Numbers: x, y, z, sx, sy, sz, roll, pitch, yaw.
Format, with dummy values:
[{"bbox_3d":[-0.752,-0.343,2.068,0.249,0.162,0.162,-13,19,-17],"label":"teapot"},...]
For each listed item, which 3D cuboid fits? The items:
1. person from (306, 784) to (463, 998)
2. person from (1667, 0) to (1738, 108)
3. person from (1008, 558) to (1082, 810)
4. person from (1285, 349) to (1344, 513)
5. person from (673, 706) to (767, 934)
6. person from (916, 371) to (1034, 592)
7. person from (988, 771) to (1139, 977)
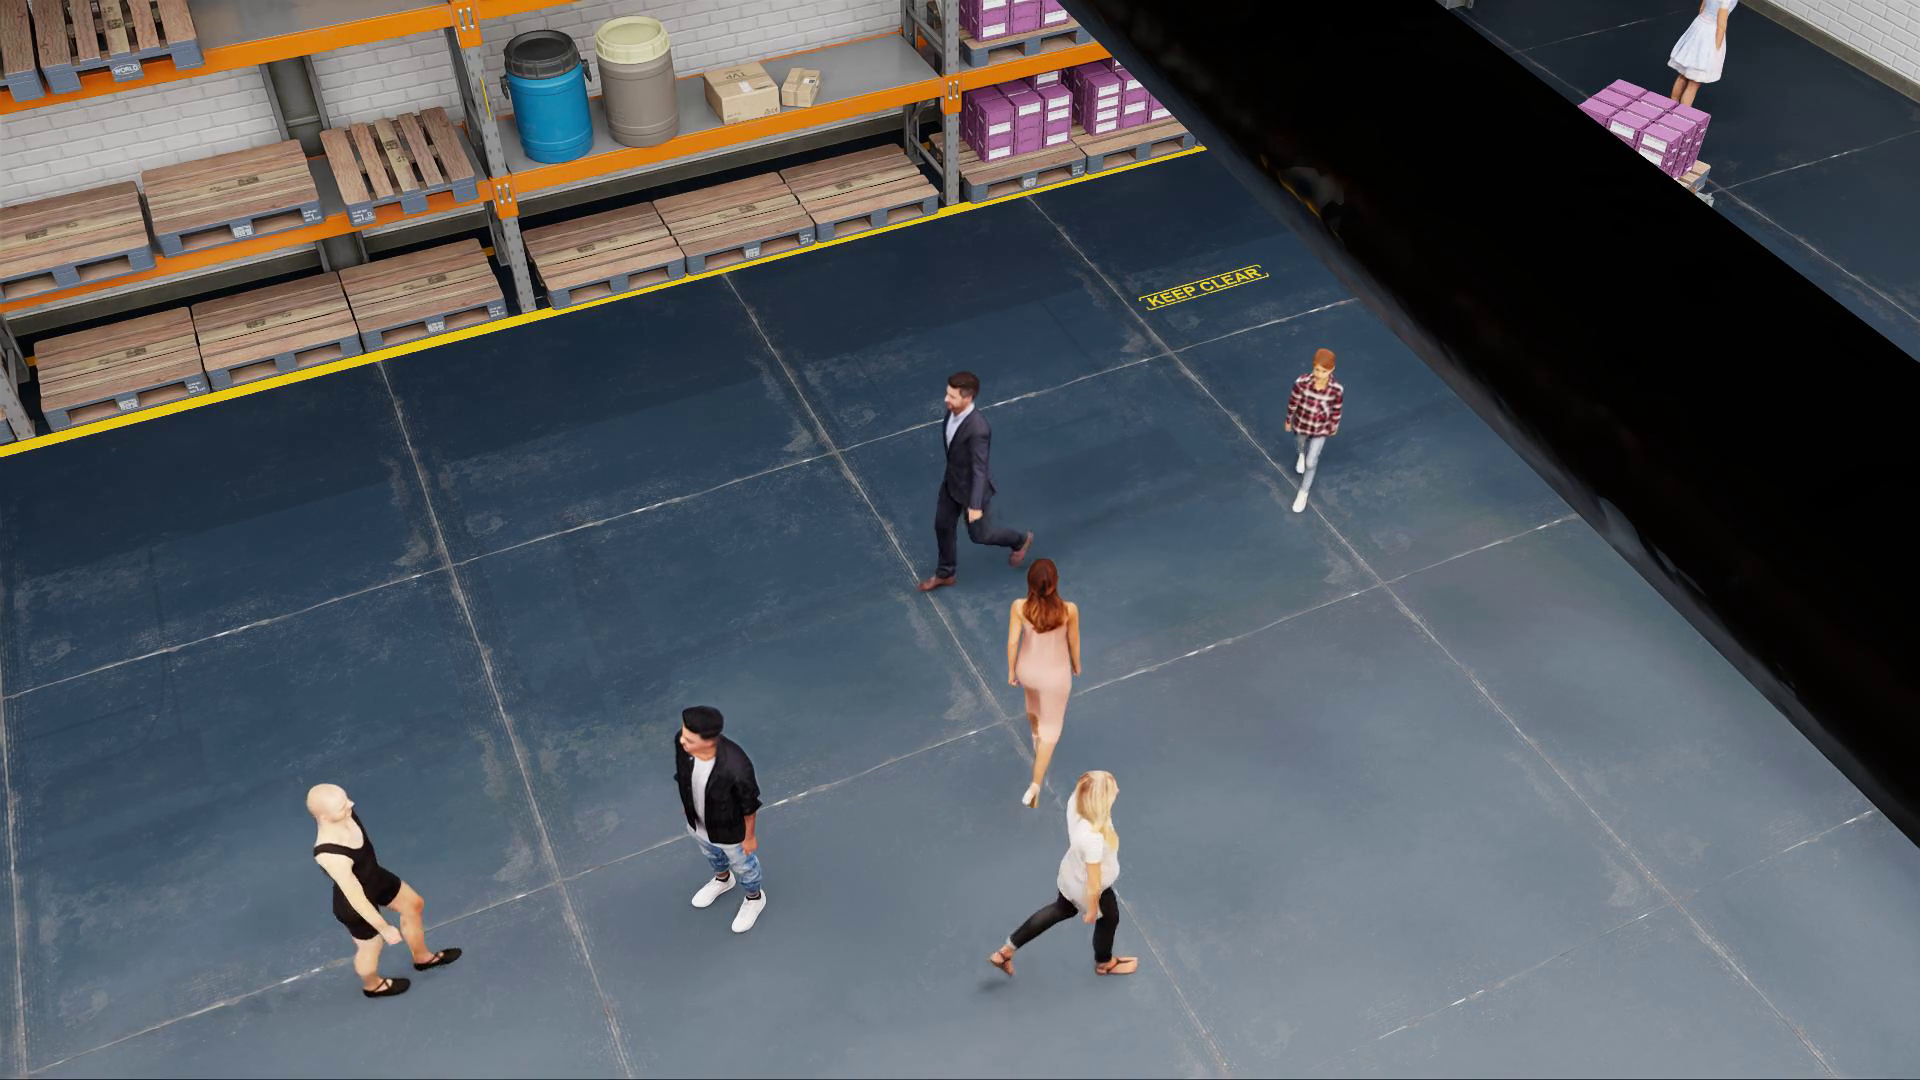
[{"bbox_3d":[-3.289,1.914,8.891,0.859,1.799,0.768,-8,44,-8],"label":"person"},{"bbox_3d":[7.083,-4.721,15.844,0.843,1.816,0.806,-3,44,-3],"label":"person"},{"bbox_3d":[0.490,0.866,9.987,1.056,1.806,1.078,11,45,11],"label":"person"},{"bbox_3d":[2.598,-0.898,12.212,0.879,1.289,0.955,16,46,16],"label":"person"},{"bbox_3d":[-1.331,1.515,9.303,0.787,1.809,0.777,27,50,25],"label":"person"},{"bbox_3d":[0.120,-0.392,11.281,1.084,1.842,0.651,-19,47,-19],"label":"person"},{"bbox_3d":[0.577,1.855,8.949,1.128,1.804,0.704,-12,45,-12],"label":"person"}]
